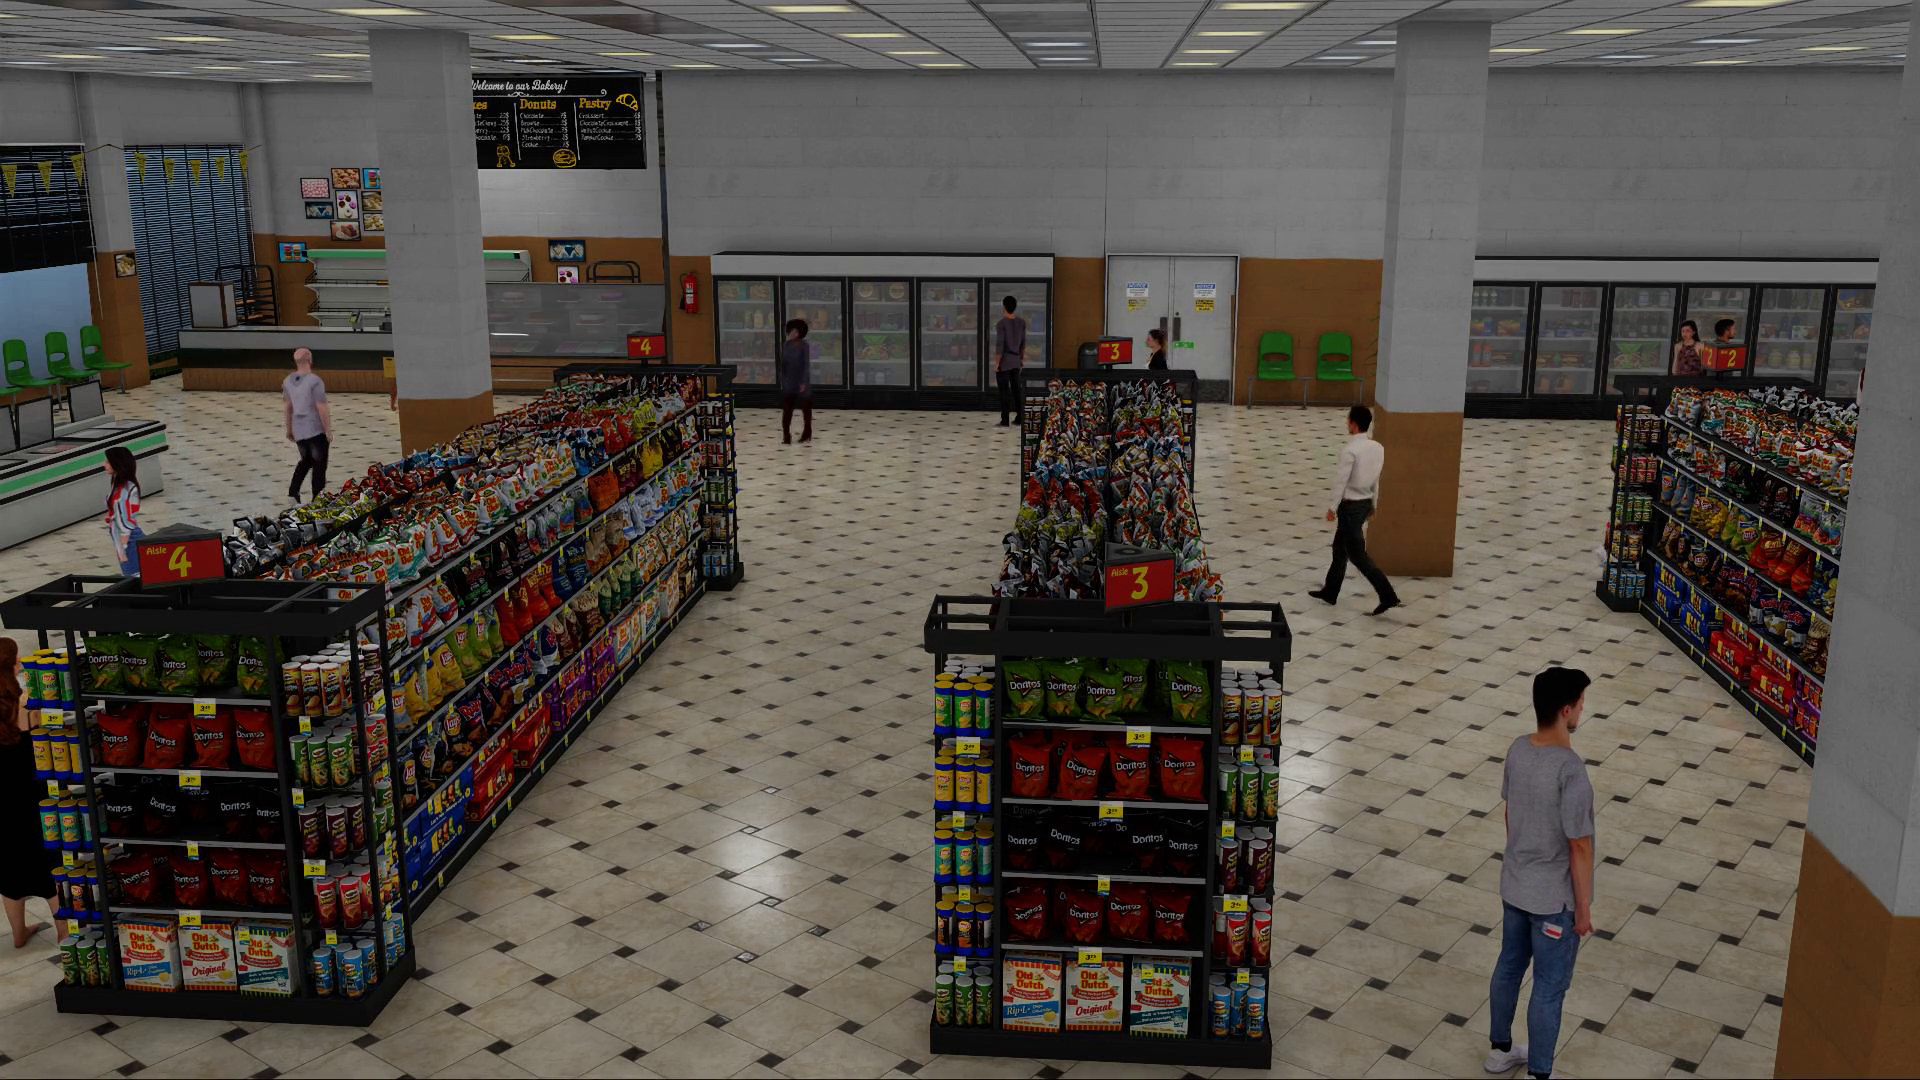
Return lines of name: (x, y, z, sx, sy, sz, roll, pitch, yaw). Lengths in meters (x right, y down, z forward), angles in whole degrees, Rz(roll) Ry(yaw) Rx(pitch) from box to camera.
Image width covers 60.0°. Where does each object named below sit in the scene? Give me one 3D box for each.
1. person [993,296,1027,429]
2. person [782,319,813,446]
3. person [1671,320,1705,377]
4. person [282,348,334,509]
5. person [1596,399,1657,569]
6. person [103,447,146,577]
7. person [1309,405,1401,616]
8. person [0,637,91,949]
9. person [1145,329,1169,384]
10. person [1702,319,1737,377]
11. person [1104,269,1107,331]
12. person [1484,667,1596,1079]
person: (0.702, -2.517, 23.490, 0.733, 1.854, 0.786, -11, 17, -37)
person: (-2.146, -2.088, 22.109, 0.811, 1.671, 1.081, 8, 16, 29)
person: (9.378, -1.937, 21.321, 0.941, 1.749, 0.882, -13, 18, -42)
person: (-7.048, -1.142, 17.882, 0.775, 1.825, 0.829, 5, 15, 21)
person: (6.338, -0.458, 15.320, 0.812, 1.704, 1.102, -1, 14, -6)
person: (-6.713, 0.035, 13.479, 0.722, 1.612, 0.629, -8, 16, -29)
person: (3.443, -0.218, 14.182, 1.183, 1.773, 1.207, -13, 19, -43)
person: (-4.722, 1.270, 8.363, 0.600, 1.624, 0.600, -1, 14, -3)
person: (2.579, -1.792, 20.947, 0.785, 1.643, 1.039, -1, 14, -4)
person: (9.288, -1.784, 20.422, 0.758, 1.874, 0.556, 0, 14, 1)
person: (2.786, -4.100, 30.198, 1.170, 1.768, 1.195, 11, 18, 39)
person: (2.477, 1.447, 7.076, 0.809, 1.888, 0.657, -5, 14, -18)
